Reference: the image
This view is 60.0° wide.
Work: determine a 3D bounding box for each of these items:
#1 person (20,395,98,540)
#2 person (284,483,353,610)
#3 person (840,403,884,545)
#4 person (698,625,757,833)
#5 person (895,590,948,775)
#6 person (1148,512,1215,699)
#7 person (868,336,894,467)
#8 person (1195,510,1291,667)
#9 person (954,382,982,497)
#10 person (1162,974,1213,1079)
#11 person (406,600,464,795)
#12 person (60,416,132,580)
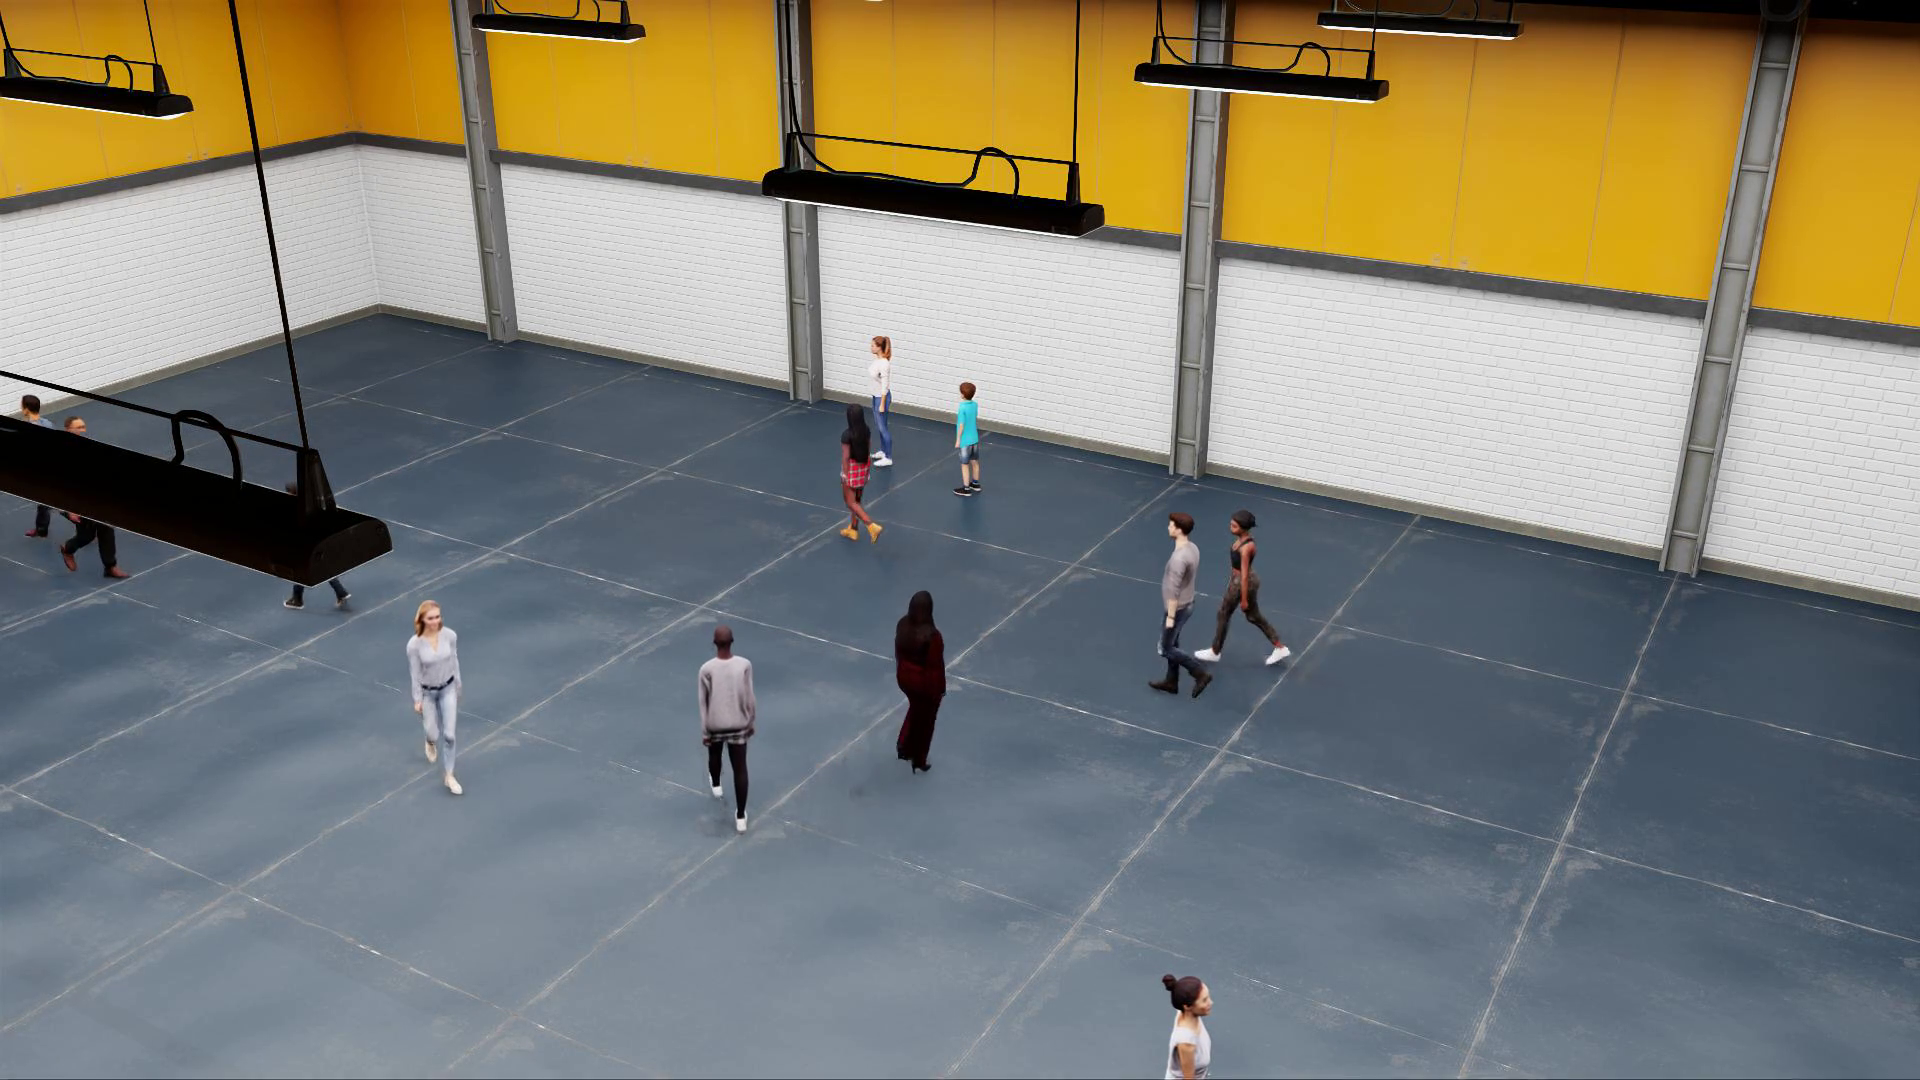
[{"bbox_3d":[-10.467,-0.778,19.157,1.235,1.775,1.047,-1,24,-2],"label":"person"},{"bbox_3d":[-6.860,0.087,17.593,1.025,1.443,0.678,8,25,18],"label":"person"},{"bbox_3d":[-1.140,-0.726,19.124,1.049,1.707,0.719,19,30,37],"label":"person"},{"bbox_3d":[-1.924,1.589,13.801,1.066,1.727,1.131,-7,24,-15],"label":"person"},{"bbox_3d":[-0.420,1.278,14.485,0.827,1.750,0.721,-21,31,-39],"label":"person"},{"bbox_3d":[2.135,0.660,15.729,0.954,1.886,0.807,7,25,16],"label":"person"},{"bbox_3d":[-1.021,-1.816,21.603,0.731,1.719,0.682,-5,24,-11],"label":"person"},{"bbox_3d":[2.878,0.499,16.379,1.234,1.660,0.851,4,24,9],"label":"person"},{"bbox_3d":[0.103,-1.274,20.700,0.495,1.448,0.539,16,28,33],"label":"person"},{"bbox_3d":[1.355,3.308,10.023,0.667,1.605,0.646,3,24,7],"label":"person"},{"bbox_3d":[-4.552,1.314,14.366,0.832,1.779,0.994,-15,28,-31],"label":"person"},{"bbox_3d":[-9.649,-0.446,18.249,1.107,1.894,0.835,7,25,16],"label":"person"}]
